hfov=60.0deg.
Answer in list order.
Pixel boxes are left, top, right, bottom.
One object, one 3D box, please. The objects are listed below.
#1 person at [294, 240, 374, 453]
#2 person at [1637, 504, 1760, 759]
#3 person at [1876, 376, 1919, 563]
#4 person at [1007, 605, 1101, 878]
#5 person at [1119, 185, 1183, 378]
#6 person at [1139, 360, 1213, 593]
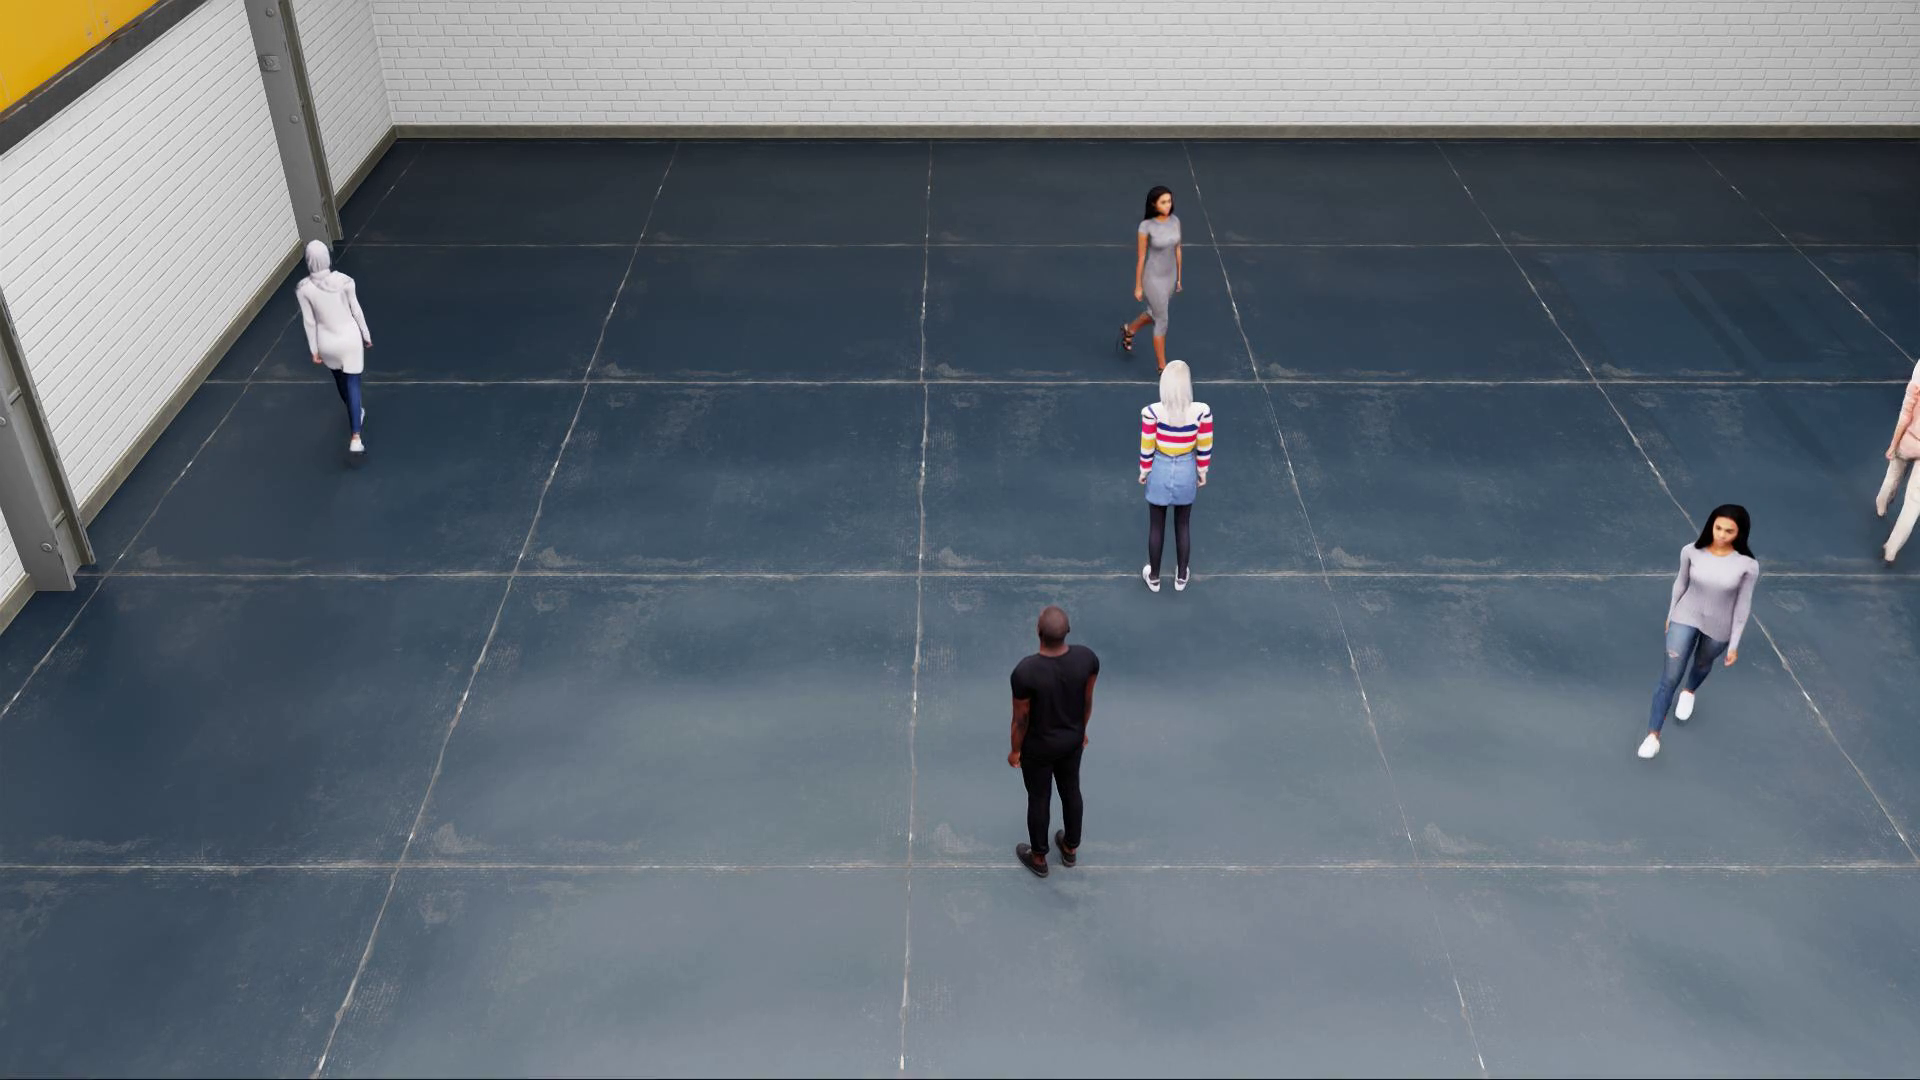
[{"bbox_3d":[-4.981,-1.516,13.366,0.800,1.738,1.193,-7,34,-11],"label":"person"},{"bbox_3d":[4.656,0.505,10.371,1.024,1.689,1.236,18,38,25],"label":"person"},{"bbox_3d":[6.993,-0.623,12.081,0.929,1.672,1.206,14,36,20],"label":"person"},{"bbox_3d":[0.518,1.132,9.309,0.736,1.819,0.695,-11,35,-16],"label":"person"},{"bbox_3d":[1.669,-2.244,14.452,0.964,1.748,1.152,-20,38,-27],"label":"person"},{"bbox_3d":[1.492,-0.446,11.693,0.654,1.807,0.506,1,34,1],"label":"person"}]
